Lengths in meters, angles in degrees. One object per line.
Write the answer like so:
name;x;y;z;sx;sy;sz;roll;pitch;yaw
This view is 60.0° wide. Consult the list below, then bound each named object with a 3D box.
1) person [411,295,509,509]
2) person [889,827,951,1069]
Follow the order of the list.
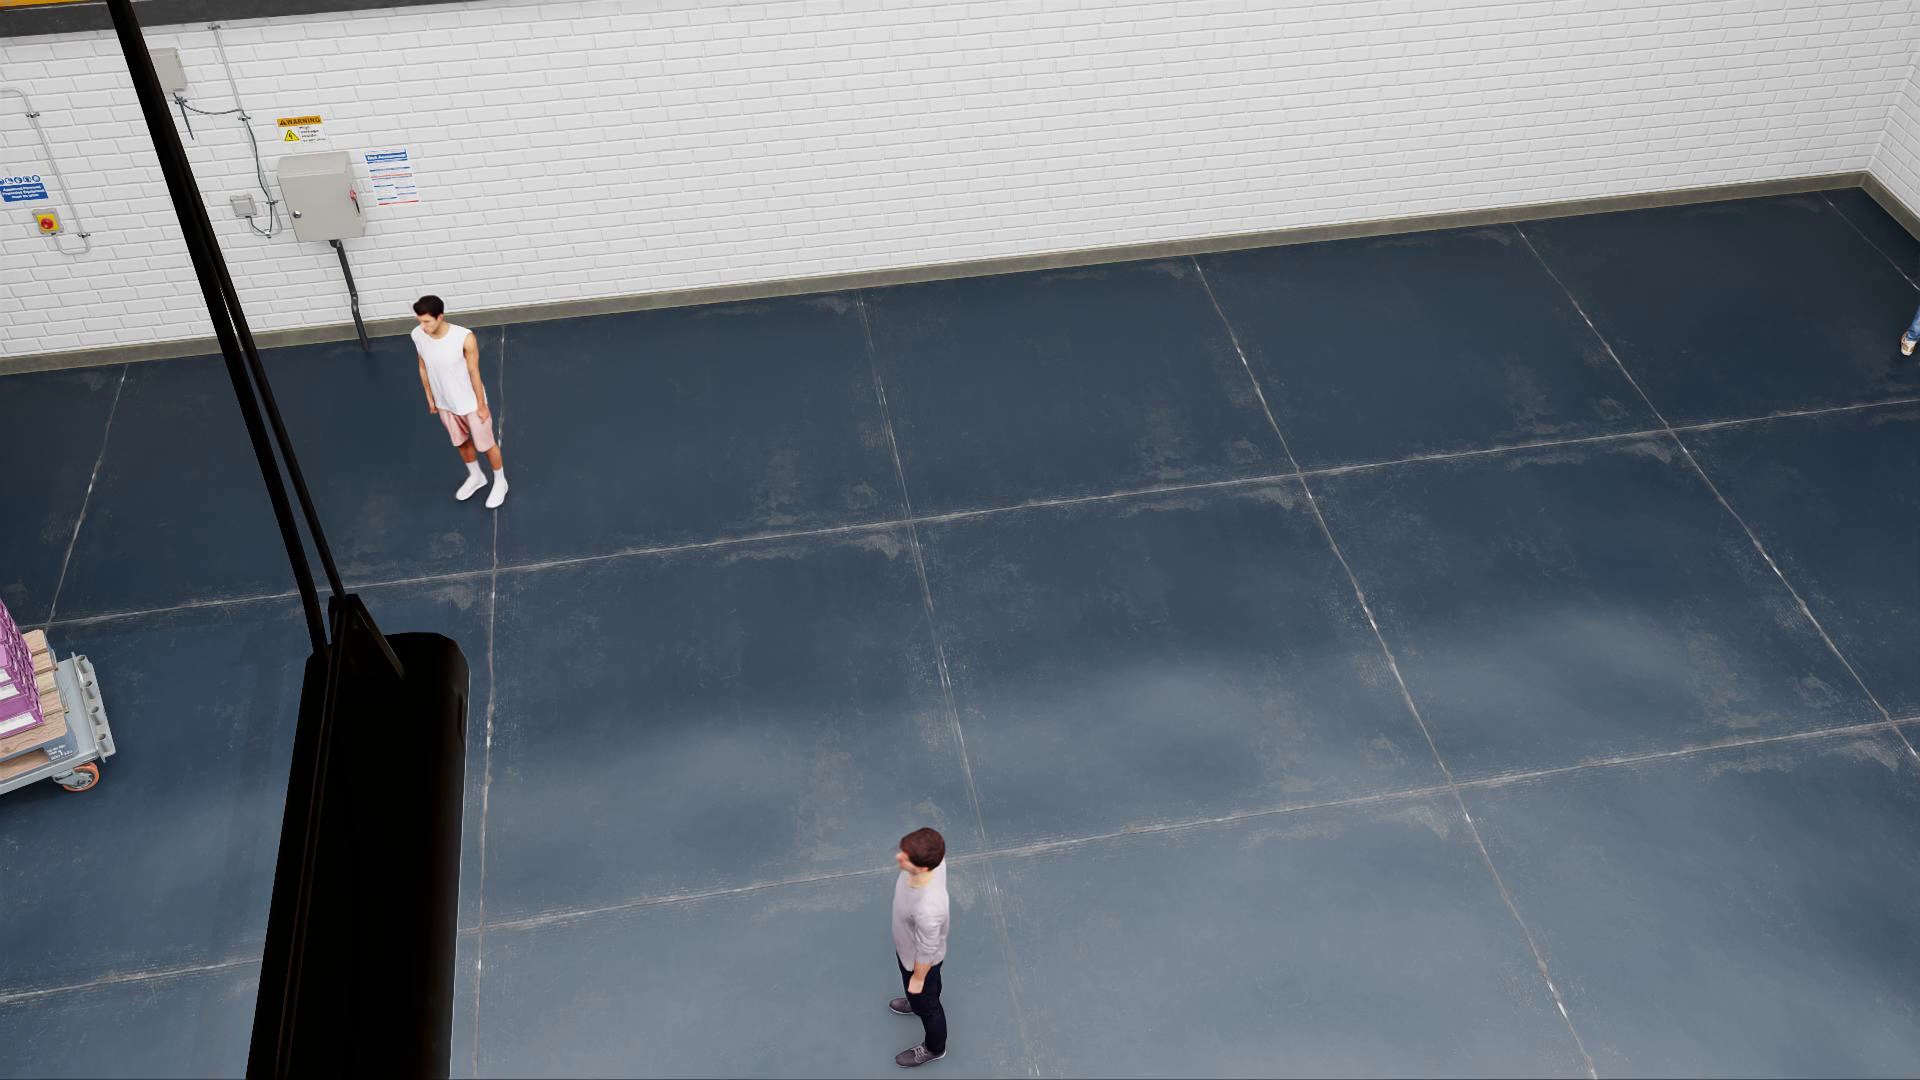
person;-3.528;-1.015;11.786;0.736;1.779;0.737;11;45;12
person;-0.197;2.057;8.516;0.727;1.841;0.485;-5;44;-5
